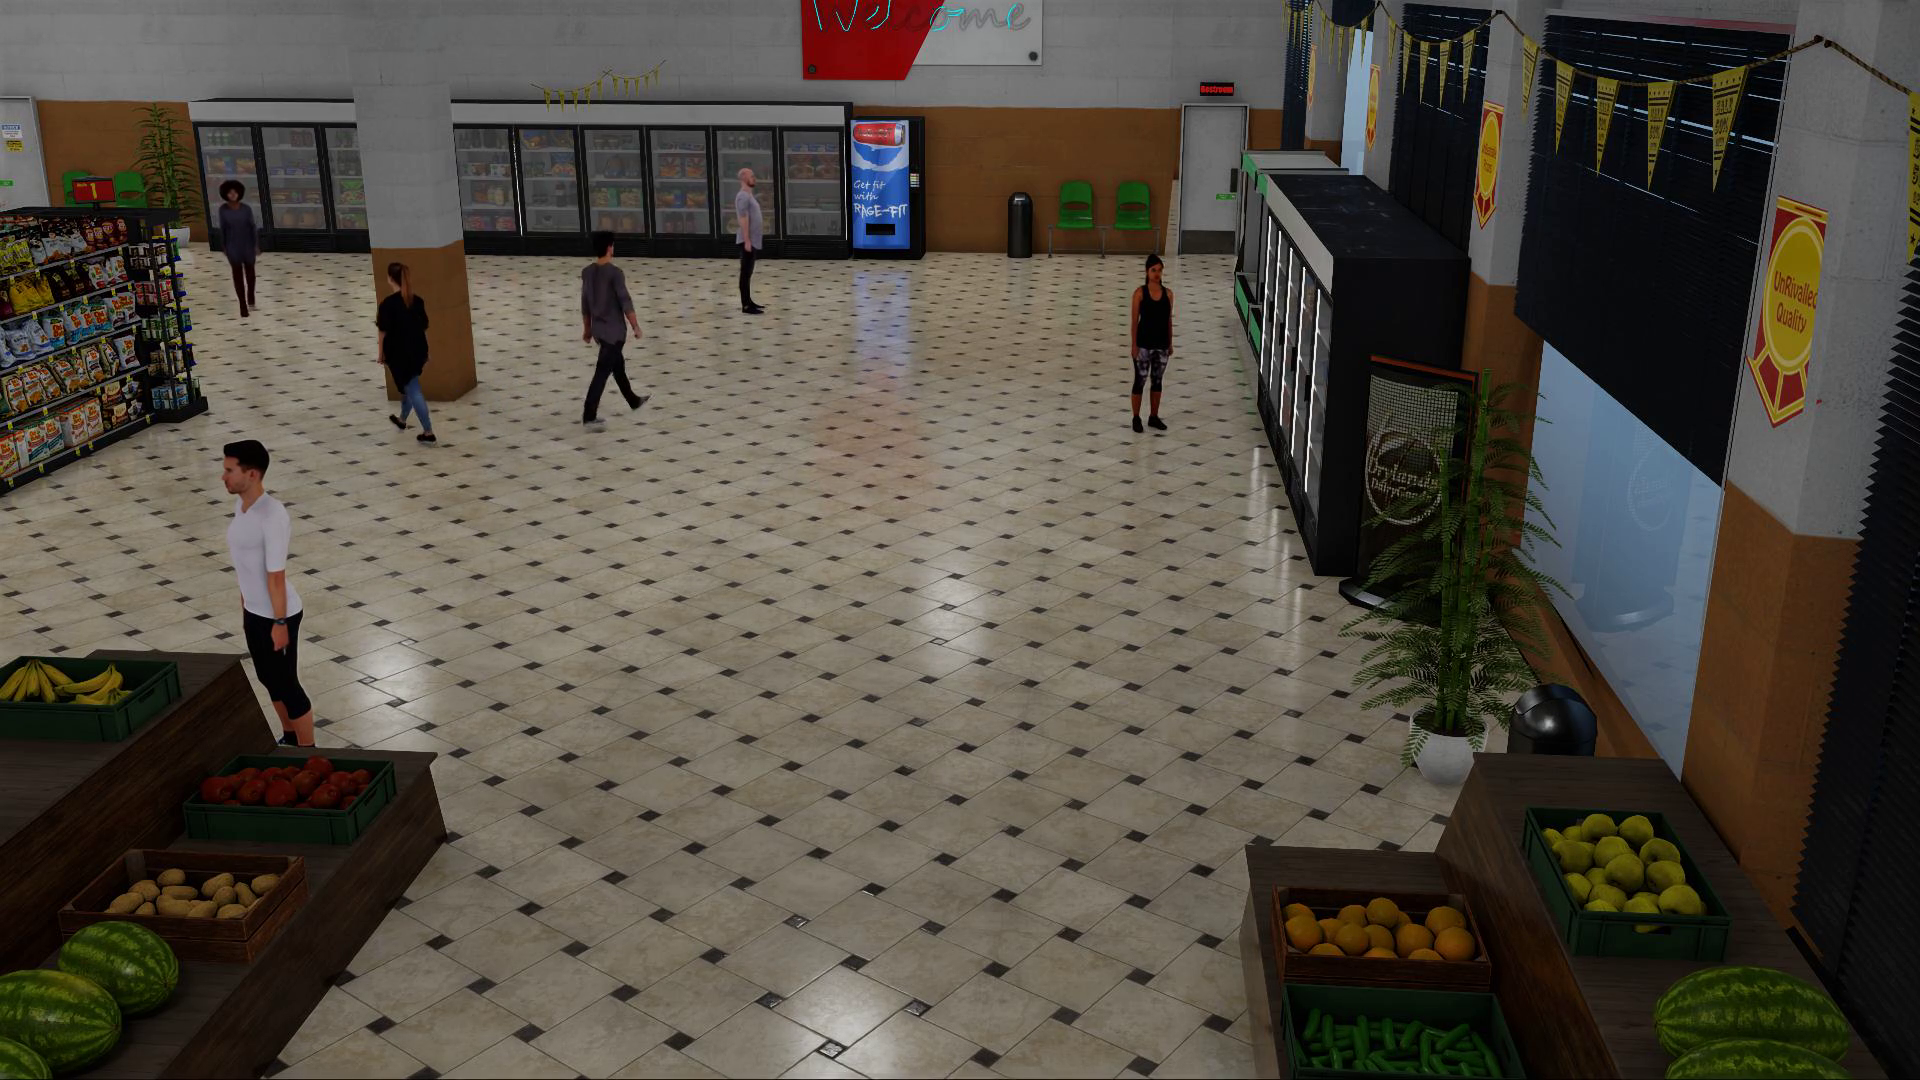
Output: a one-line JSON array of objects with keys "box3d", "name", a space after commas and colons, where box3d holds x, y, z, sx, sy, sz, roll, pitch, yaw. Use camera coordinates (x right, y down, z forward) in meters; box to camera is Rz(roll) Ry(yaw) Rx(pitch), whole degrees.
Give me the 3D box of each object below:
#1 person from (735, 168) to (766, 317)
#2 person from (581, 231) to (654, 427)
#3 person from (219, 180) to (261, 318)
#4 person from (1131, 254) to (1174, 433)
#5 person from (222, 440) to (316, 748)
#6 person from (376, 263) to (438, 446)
[{"box3d": [-2.708, -3.826, 21.263, 0.746, 1.837, 0.559, -1, 19, -2], "name": "person"}, {"box3d": [-3.396, -1.944, 15.753, 1.122, 1.792, 1.284, 15, 24, 38], "name": "person"}, {"box3d": [-9.157, -3.707, 21.168, 0.950, 1.672, 1.181, -9, 20, -24], "name": "person"}, {"box3d": [1.804, -1.864, 15.722, 0.651, 1.659, 0.642, -7, 20, -19], "name": "person"}, {"box3d": [-3.650, 0.364, 8.819, 0.782, 1.848, 0.739, -18, 25, -42], "name": "person"}, {"box3d": [-4.970, -1.661, 15.128, 0.998, 1.654, 1.039, 14, 23, 35], "name": "person"}]
